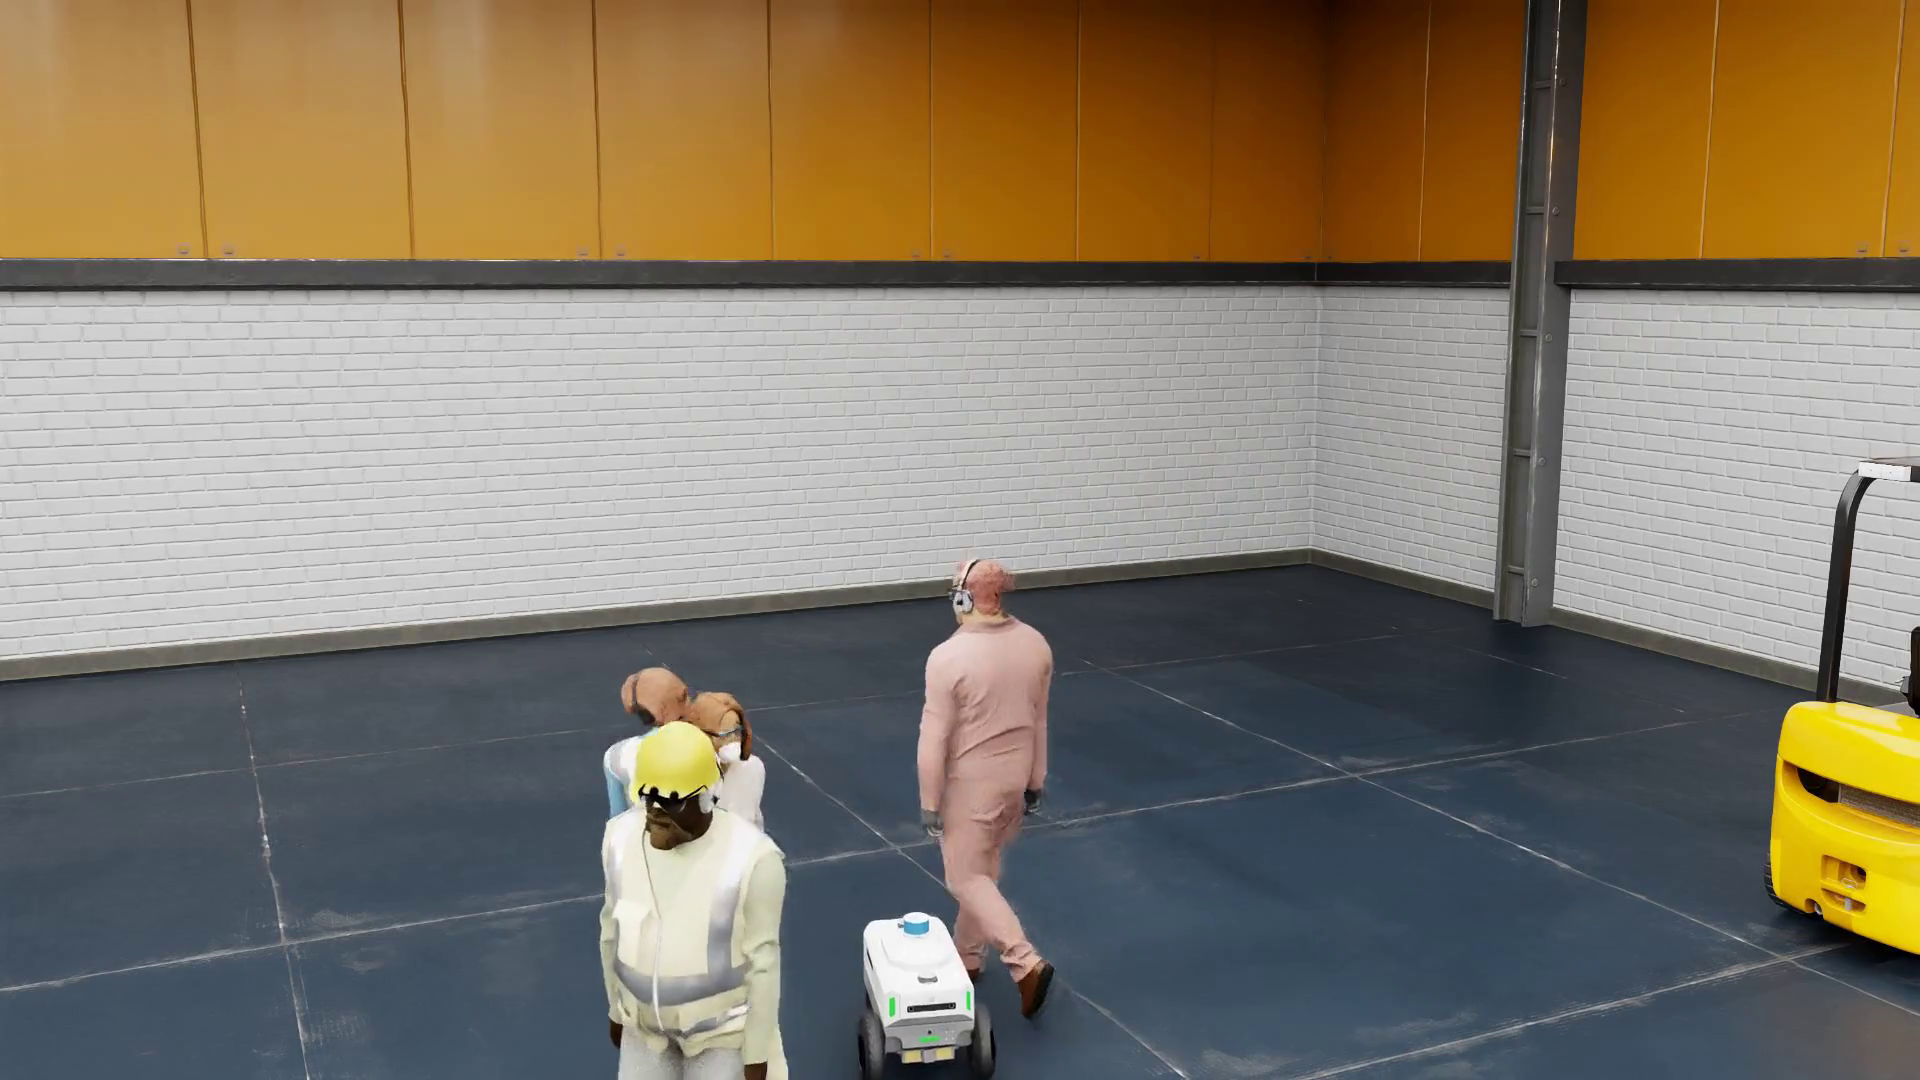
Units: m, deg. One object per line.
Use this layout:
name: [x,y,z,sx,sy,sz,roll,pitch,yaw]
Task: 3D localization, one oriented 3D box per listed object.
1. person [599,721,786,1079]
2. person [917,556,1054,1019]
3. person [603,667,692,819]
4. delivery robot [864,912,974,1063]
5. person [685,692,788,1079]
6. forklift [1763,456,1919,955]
person: [-0.775,1.369,4.794,0.595,1.806,0.515,3,10,17]
person: [0.123,1.003,6.858,0.649,1.879,0.824,-8,12,-41]
person: [-1.032,1.263,6.070,0.541,1.609,0.412,2,9,13]
delivery robot: [-0.168,1.684,6.425,0.477,0.478,0.707,-2,9,-10]
person: [-0.831,1.311,5.827,0.863,1.579,0.523,9,13,43]
forklift: [4.857,0.731,7.561,2.313,2.155,1.214,-4,10,-25]
